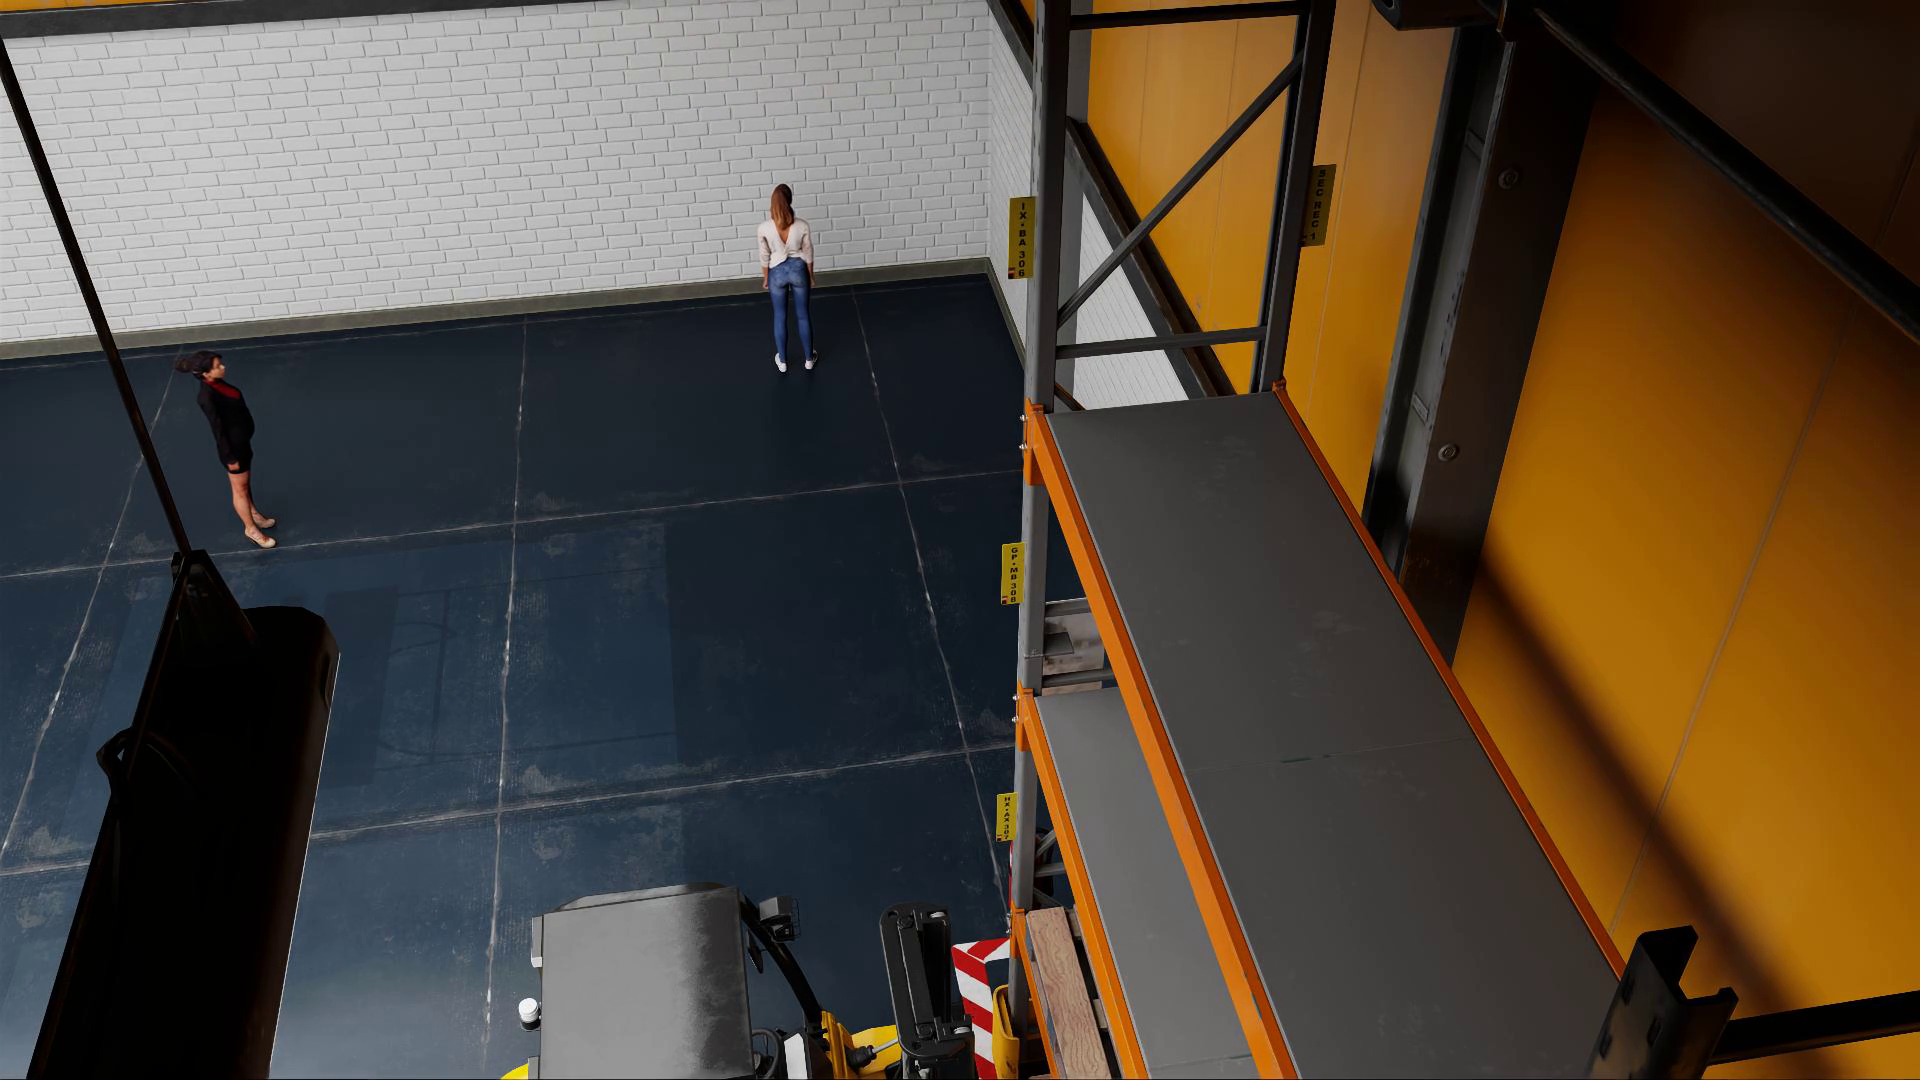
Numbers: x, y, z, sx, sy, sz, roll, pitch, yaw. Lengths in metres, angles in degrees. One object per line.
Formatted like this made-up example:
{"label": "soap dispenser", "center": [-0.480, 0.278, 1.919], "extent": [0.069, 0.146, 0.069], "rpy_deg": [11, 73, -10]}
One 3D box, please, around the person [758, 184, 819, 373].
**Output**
{"label": "person", "center": [-1.443, -2.205, 14.021], "extent": [0.614, 1.720, 0.540], "rpy_deg": [-4, 39, -5]}

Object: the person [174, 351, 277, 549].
{"label": "person", "center": [-5.312, -0.674, 12.169], "extent": [0.652, 1.639, 0.583], "rpy_deg": [-10, 40, -13]}
